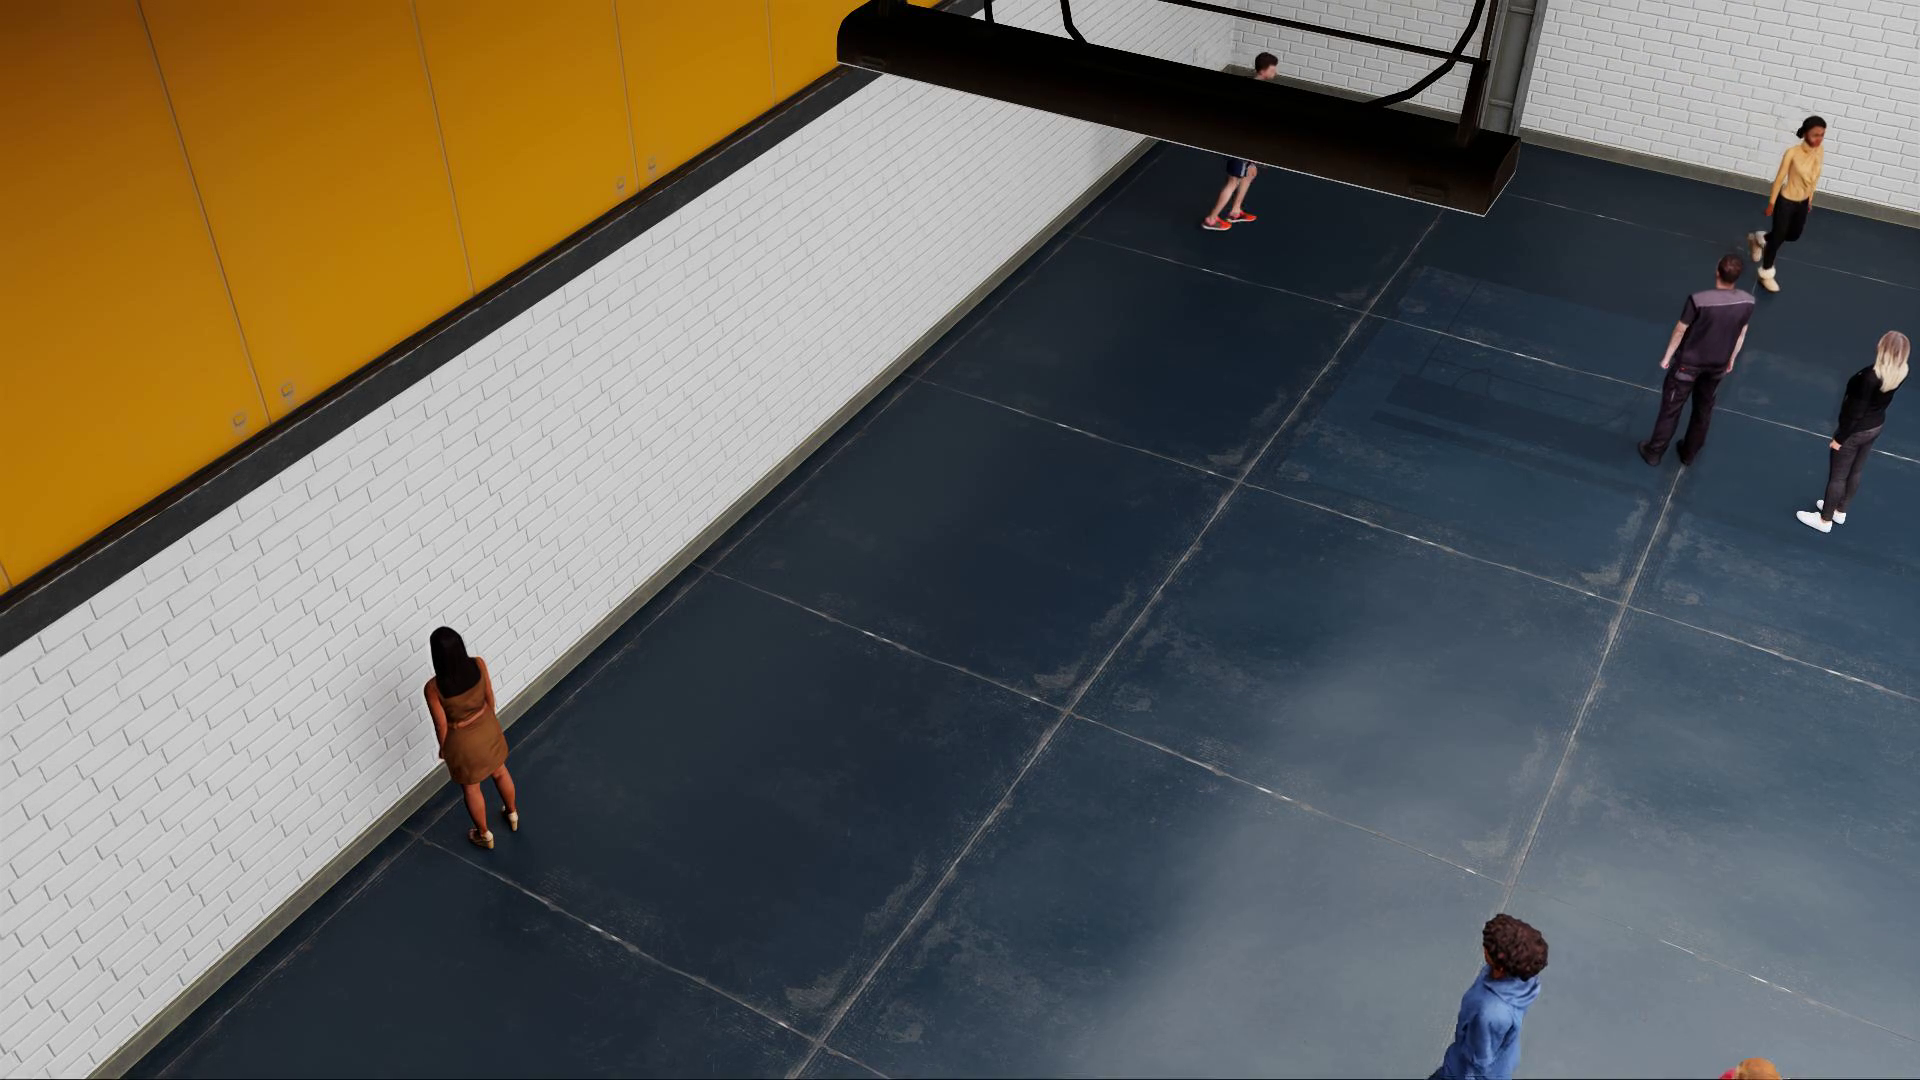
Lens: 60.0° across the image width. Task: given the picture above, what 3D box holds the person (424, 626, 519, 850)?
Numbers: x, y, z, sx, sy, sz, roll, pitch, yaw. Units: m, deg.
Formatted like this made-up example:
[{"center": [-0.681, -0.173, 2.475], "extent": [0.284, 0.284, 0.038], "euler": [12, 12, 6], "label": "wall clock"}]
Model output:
[{"center": [-2.889, 1.167, 9.832], "extent": [0.566, 1.690, 0.597], "euler": [29, 47, 31], "label": "person"}]

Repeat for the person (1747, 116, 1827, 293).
[{"center": [7.574, -3.131, 15.247], "extent": [0.887, 1.649, 0.955], "euler": [-10, 40, -12], "label": "person"}]

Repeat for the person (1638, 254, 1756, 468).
[{"center": [5.737, -1.376, 12.891], "extent": [0.724, 1.847, 0.855], "euler": [1, 39, 1], "label": "person"}]

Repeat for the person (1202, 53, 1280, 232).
[{"center": [2.627, -3.797, 15.944], "extent": [0.954, 1.819, 0.879], "euler": [-8, 39, -10], "label": "person"}]

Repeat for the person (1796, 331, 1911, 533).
[{"center": [6.652, -0.799, 12.297], "extent": [0.696, 1.686, 0.693], "euler": [-21, 43, -24], "label": "person"}]

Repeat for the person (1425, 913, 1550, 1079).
[{"center": [2.610, 2.515, 8.060], "extent": [0.706, 1.795, 0.700], "euler": [23, 44, 26], "label": "person"}]
